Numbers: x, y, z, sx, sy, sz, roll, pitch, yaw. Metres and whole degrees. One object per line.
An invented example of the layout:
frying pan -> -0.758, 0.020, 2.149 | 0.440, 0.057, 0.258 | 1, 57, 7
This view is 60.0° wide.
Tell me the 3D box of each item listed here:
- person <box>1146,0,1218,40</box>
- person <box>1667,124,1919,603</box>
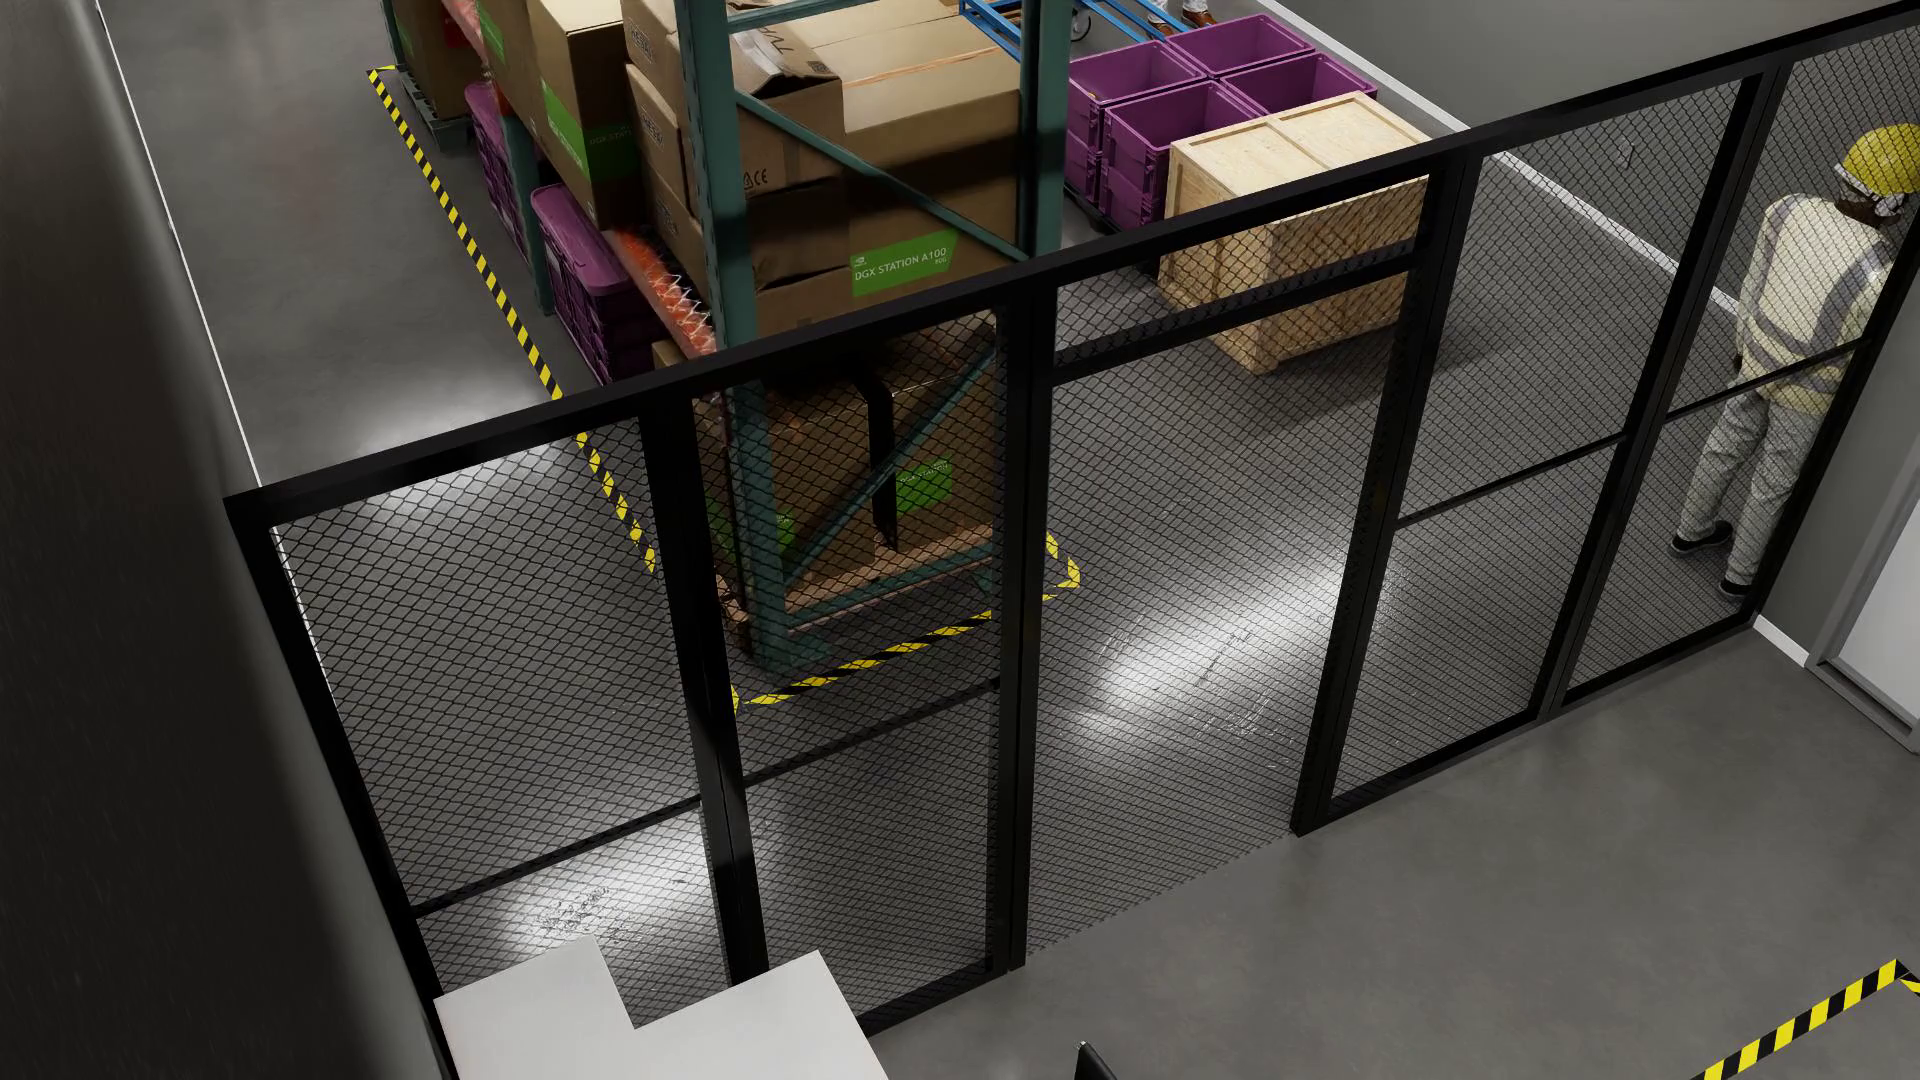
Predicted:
person -> 1.271, -3.627, 8.914 | 0.630, 1.940, 0.372 | -22, 47, -22
person -> 2.856, -0.569, 5.645 | 0.404, 1.833, 0.590 | -14, 44, -15
